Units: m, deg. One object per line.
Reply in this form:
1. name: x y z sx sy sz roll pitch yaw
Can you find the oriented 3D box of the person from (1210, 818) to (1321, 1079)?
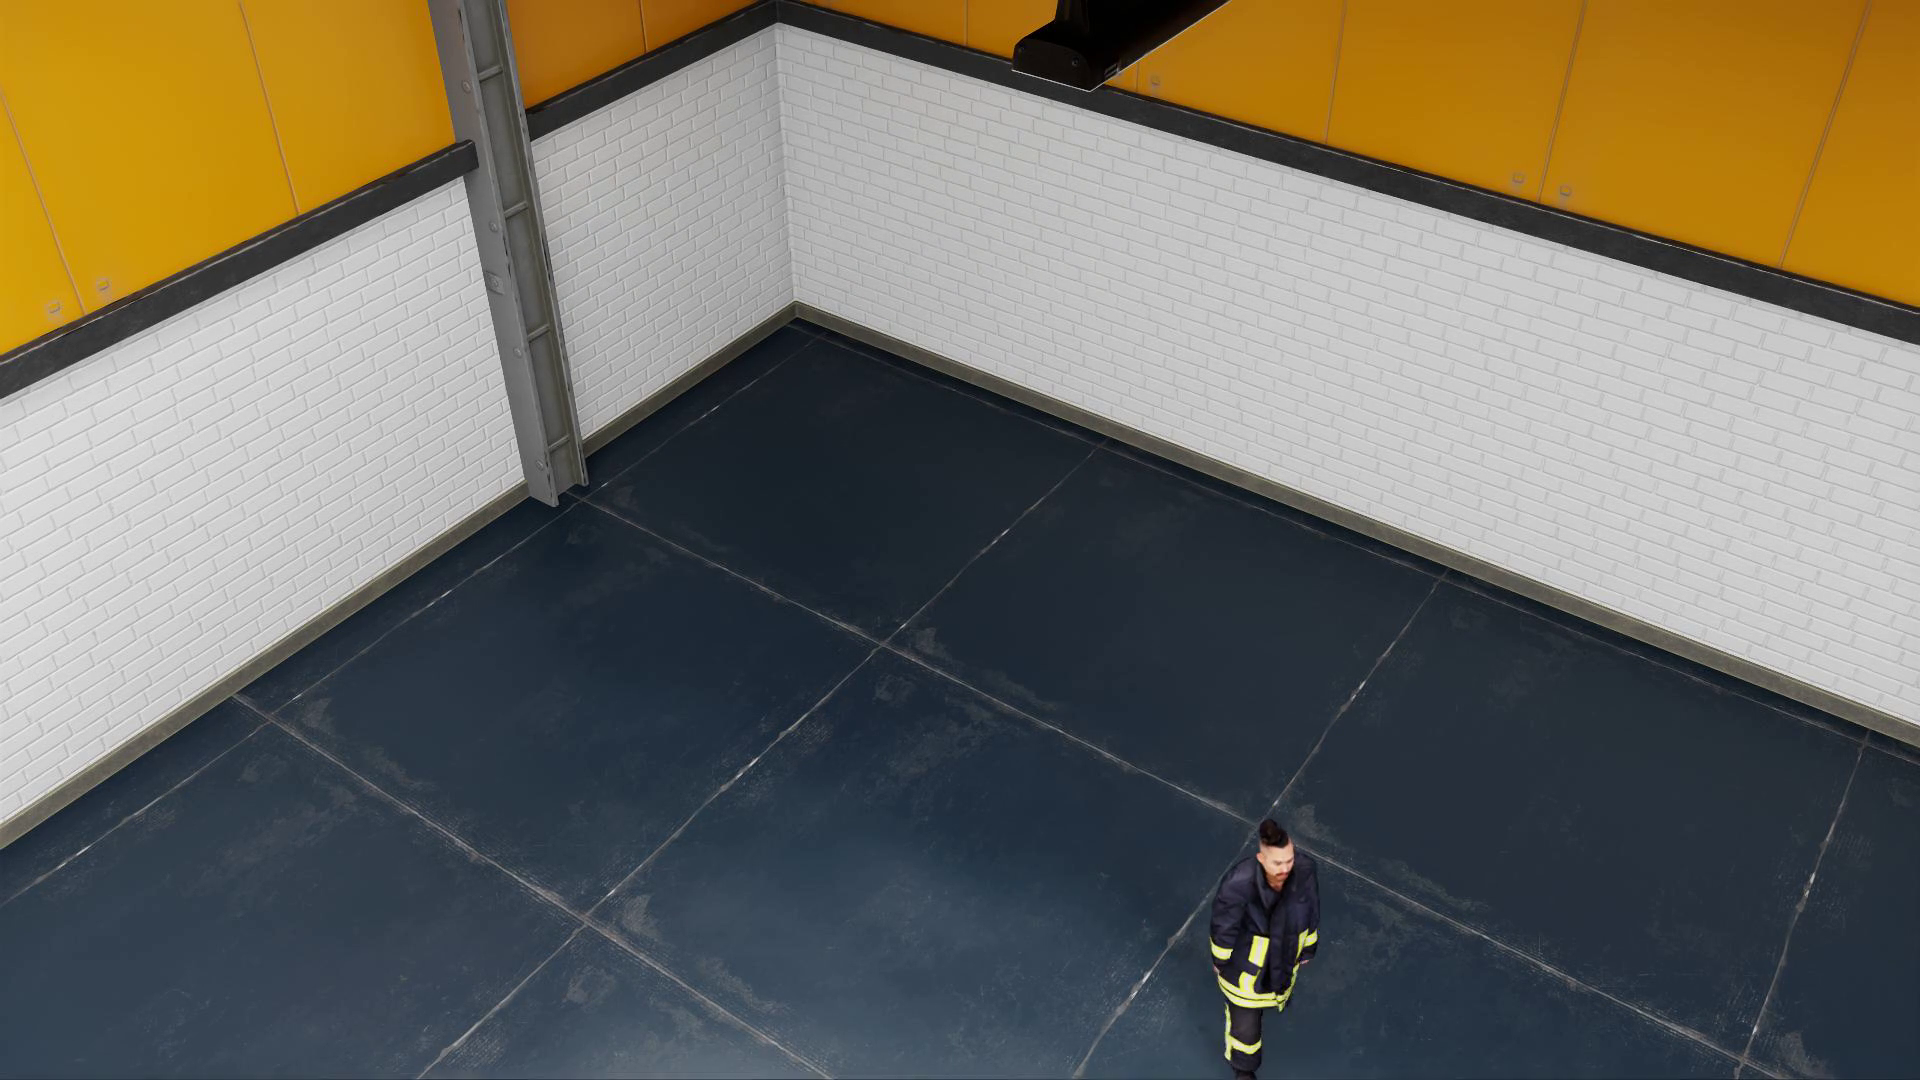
1. person: 1.568 2.087 8.788 1.086 1.844 1.117 -11 40 -13
